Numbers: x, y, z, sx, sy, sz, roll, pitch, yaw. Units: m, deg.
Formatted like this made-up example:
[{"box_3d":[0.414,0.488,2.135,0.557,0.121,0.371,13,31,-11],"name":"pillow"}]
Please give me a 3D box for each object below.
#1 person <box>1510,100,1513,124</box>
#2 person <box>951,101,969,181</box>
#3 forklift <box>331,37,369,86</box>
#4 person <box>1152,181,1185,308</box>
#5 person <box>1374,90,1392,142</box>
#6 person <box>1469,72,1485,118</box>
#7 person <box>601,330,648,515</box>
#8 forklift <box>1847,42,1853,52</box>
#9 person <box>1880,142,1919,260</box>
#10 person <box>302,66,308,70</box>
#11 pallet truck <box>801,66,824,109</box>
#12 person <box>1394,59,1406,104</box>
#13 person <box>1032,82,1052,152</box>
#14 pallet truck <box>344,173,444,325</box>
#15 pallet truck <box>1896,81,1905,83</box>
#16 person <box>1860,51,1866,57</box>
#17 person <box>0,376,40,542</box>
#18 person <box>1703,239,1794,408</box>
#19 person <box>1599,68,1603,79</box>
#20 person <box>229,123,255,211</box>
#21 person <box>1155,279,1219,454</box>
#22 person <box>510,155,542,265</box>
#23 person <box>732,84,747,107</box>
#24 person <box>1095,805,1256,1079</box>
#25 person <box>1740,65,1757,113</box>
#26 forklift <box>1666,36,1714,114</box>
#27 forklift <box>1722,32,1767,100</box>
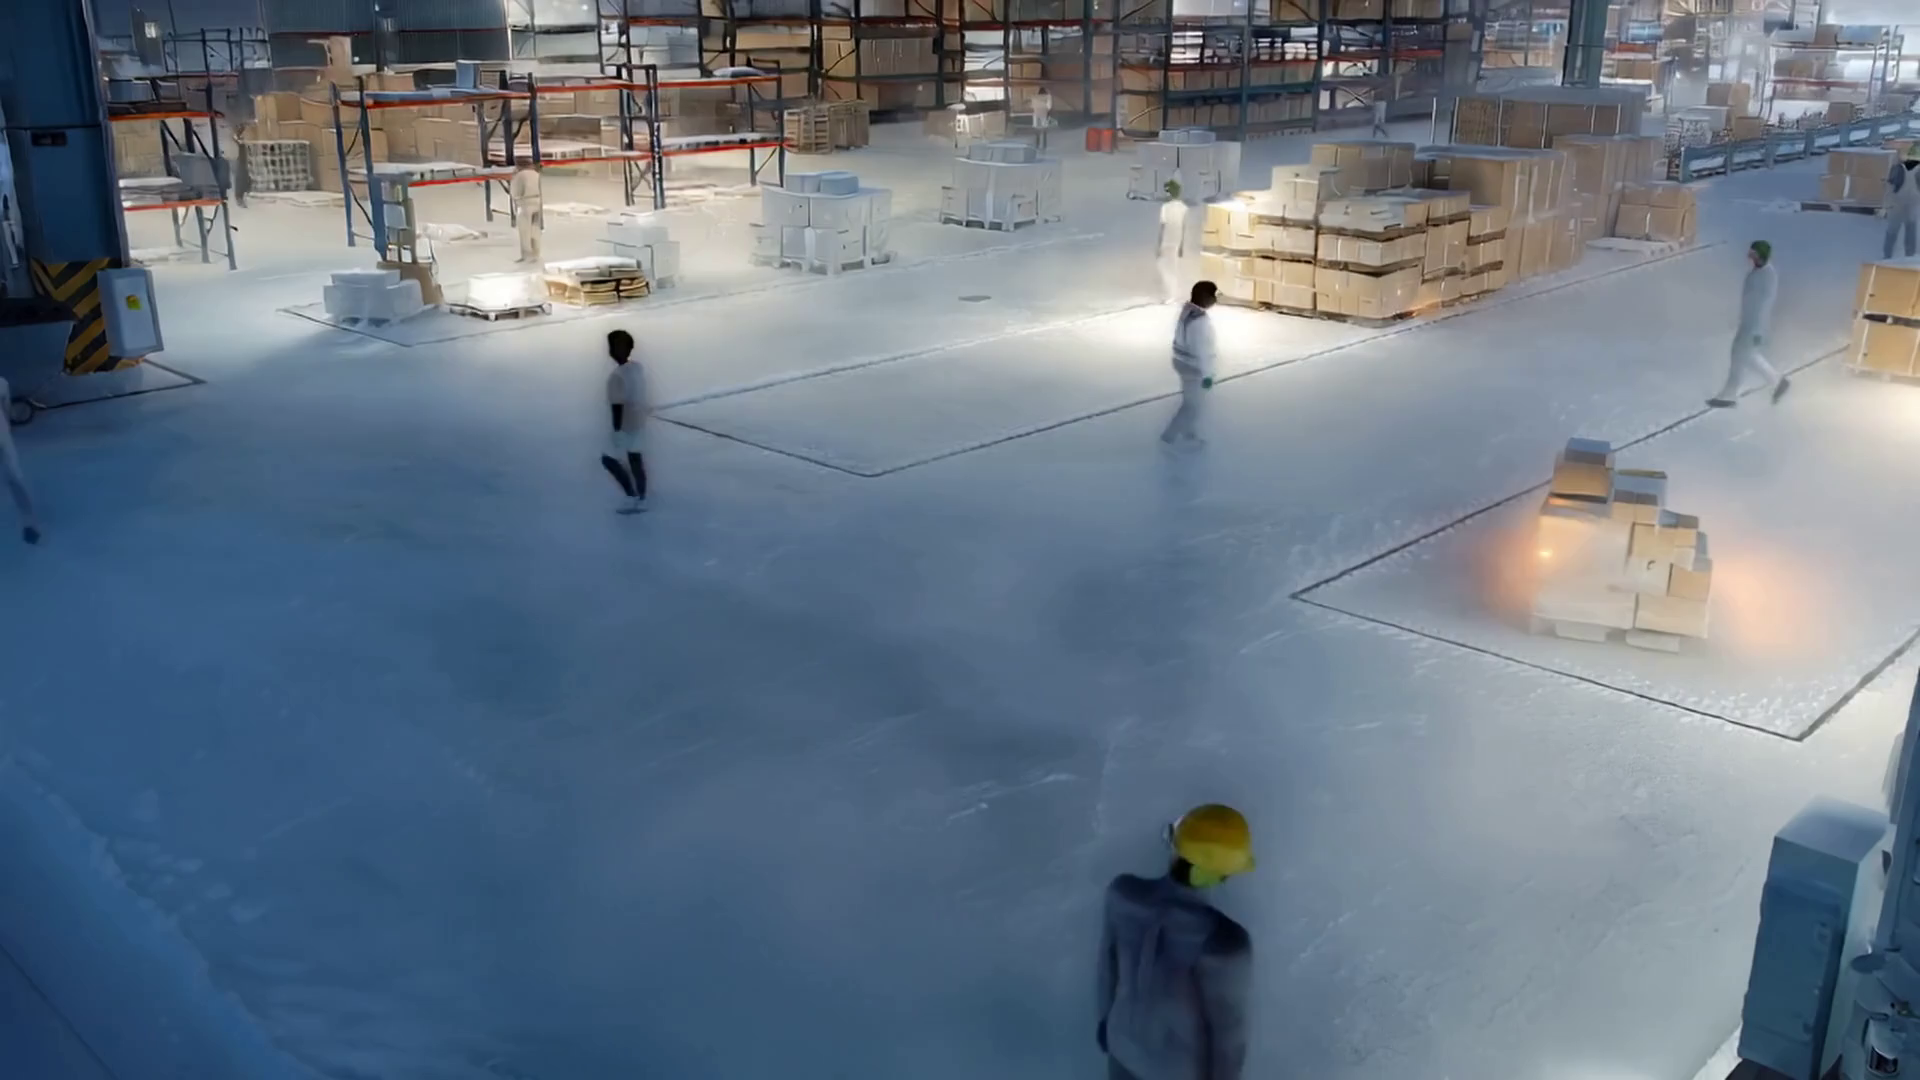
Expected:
[{"box_3d":[17.096,-13.005,50.893,0.889,1.648,0.542,-17,25,-41],"name":"person"},{"box_3d":[-0.015,-9.732,40.601,0.385,1.930,0.539,11,21,29],"name":"person"},{"box_3d":[-22.774,-17.208,61.626,1.129,2.768,1.873,17,25,41],"name":"forklift"},{"box_3d":[3.050,-4.322,24.405,0.564,1.851,0.400,-15,23,-37],"name":"person"},{"box_3d":[12.484,-12.445,49.169,0.642,1.677,0.536,9,20,24],"name":"person"},{"box_3d":[18.862,-16.248,60.716,0.527,1.615,0.511,13,22,34],"name":"person"},{"box_3d":[-2.966,-1.024,14.737,0.381,1.679,0.548,5,19,15],"name":"person"},{"box_3d":[43.361,-23.911,81.823,1.129,2.768,1.873,8,20,23],"name":"forklift"},{"box_3d":[16.255,-5.811,28.602,0.683,2.000,0.536,9,20,25],"name":"person"},{"box_3d":[-23.208,-15.842,59.041,0.696,1.893,0.637,8,20,24],"name":"person"},{"box_3d":[-4.812,-15.182,56.903,0.823,1.965,1.885,-9,21,-26],"name":"pallet truck"},{"box_3d":[17.693,-18.430,66.986,0.793,1.813,0.581,-16,24,-39],"name":"person"},{"box_3d":[2.352,-12.230,48.056,0.607,1.966,0.367,5,19,15],"name":"person"},{"box_3d":[-8.209,-4.181,23.757,0.823,1.965,1.885,3,19,9],"name":"pallet truck"},{"box_3d":[34.802,-16.331,61.455,0.653,1.274,1.630,17,25,41],"name":"pallet truck"},{"box_3d":[38.742,-20.046,71.634,0.605,1.948,0.386,2,18,5],"name":"person"},{"box_3d":[-8.223,-0.831,14.082,0.888,1.729,0.521,15,24,38],"name":"person"},{"box_3d":[8.895,-2.383,18.491,0.864,1.913,0.640,4,19,11],"name":"person"},{"box_3d":[22.292,-15.529,58.111,0.637,1.900,0.396,16,24,39],"name":"person"},{"box_3d":[-15.171,-7.863,35.119,0.399,1.826,0.535,0,18,-2],"name":"person"},{"box_3d":[2.281,-1.726,16.667,0.564,1.811,0.667,0,18,1],"name":"person"},{"box_3d":[-7.394,-5.610,28.309,0.429,1.844,0.625,11,21,29],"name":"person"},{"box_3d":[-7.487,-14.889,56.485,0.540,1.698,0.317,-8,20,-22],"name":"person"},{"box_3d":[0.698,1.808,5.848,0.647,1.923,1.027,14,23,36],"name":"person"},{"box_3d":[29.787,-17.067,62.920,0.607,1.788,0.915,15,23,37],"name":"person"},{"box_3d":[27.341,-17.291,61.877,1.129,2.768,1.873,17,25,41],"name":"forklift"},{"box_3d":[32.663,-19.596,68.821,1.129,2.768,1.873,-4,19,-12],"name":"forklift"}]
